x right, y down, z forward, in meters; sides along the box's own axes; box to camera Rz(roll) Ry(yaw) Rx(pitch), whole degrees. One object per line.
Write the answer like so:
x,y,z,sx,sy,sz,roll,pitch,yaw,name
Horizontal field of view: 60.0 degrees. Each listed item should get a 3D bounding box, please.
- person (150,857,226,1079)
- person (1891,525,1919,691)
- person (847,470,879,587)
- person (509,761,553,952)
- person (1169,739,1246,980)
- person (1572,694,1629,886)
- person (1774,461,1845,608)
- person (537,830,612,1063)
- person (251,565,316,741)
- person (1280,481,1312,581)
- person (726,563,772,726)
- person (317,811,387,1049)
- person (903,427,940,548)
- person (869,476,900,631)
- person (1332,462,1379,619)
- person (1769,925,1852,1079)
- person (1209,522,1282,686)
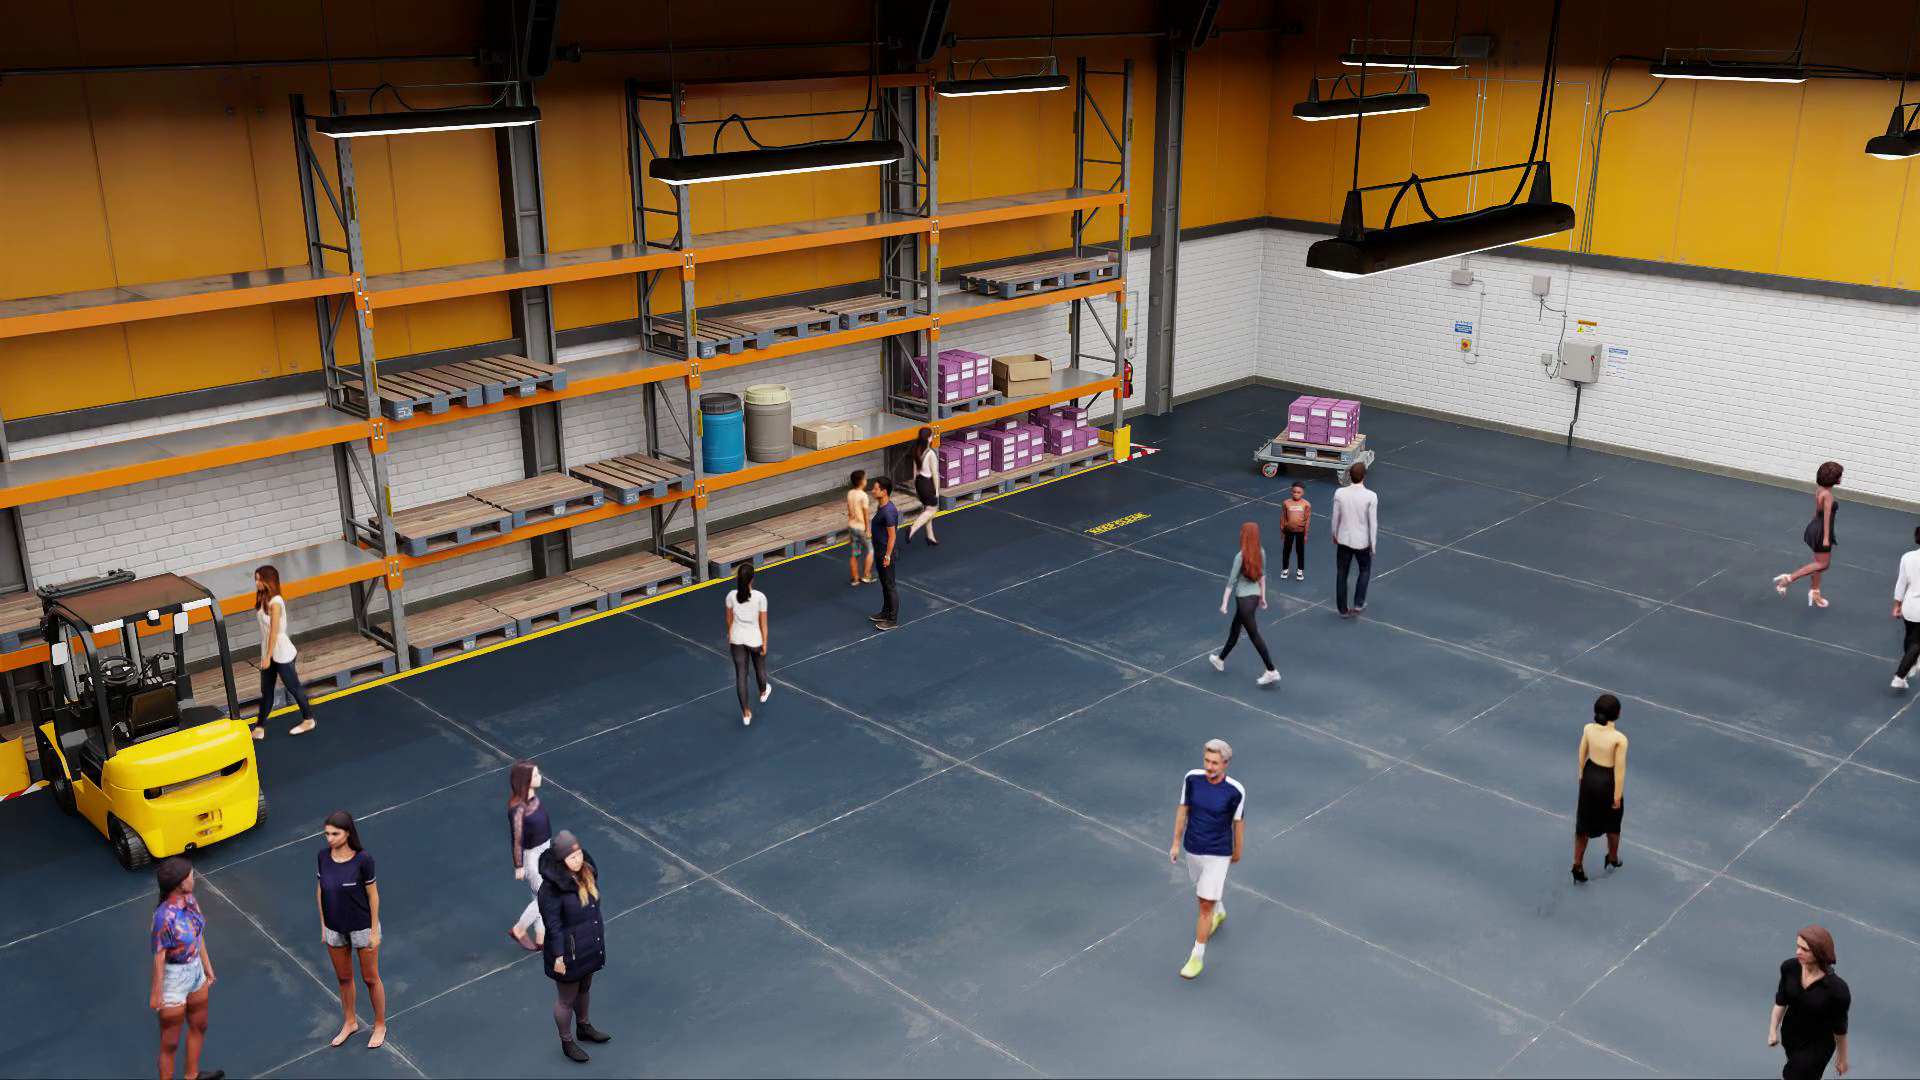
-5.145,2.915,10.833,0.903,1.726,0.778,6,20,17,person
9.969,0.718,17.281,1.142,1.774,0.767,-13,22,-33,person
-1.270,-0.125,20.289,0.578,1.452,0.602,14,23,35,person
-3.264,2.404,12.552,0.809,1.597,0.752,-2,19,-5,person
1.899,2.300,12.551,0.778,1.795,1.238,12,22,33,person
5.156,2.056,13.525,0.844,1.635,0.652,-15,24,-37,person
10.029,-0.047,19.552,0.860,1.775,0.893,5,19,15,person
-2.654,2.755,11.388,0.829,1.674,0.722,8,20,22,person
-6.548,1.093,16.193,0.583,1.757,0.940,17,25,41,person
4.161,-0.130,20.616,0.580,1.252,0.592,6,19,17,person
-2.124,1.059,16.529,0.993,1.607,1.055,0,19,-1,person
-4.198,2.673,11.488,0.661,1.766,0.699,3,19,8,person
-0.493,-0.633,21.513,0.560,1.632,0.855,17,25,41,person
-0.842,0.129,18.999,0.699,1.793,0.717,-6,19,-16,person
4.523,0.031,19.226,0.823,1.836,0.859,9,21,26,person
5.321,3.123,10.328,1.187,1.653,0.864,-10,21,-28,person
3.079,0.704,17.446,1.140,1.695,0.833,-15,24,-38,person
